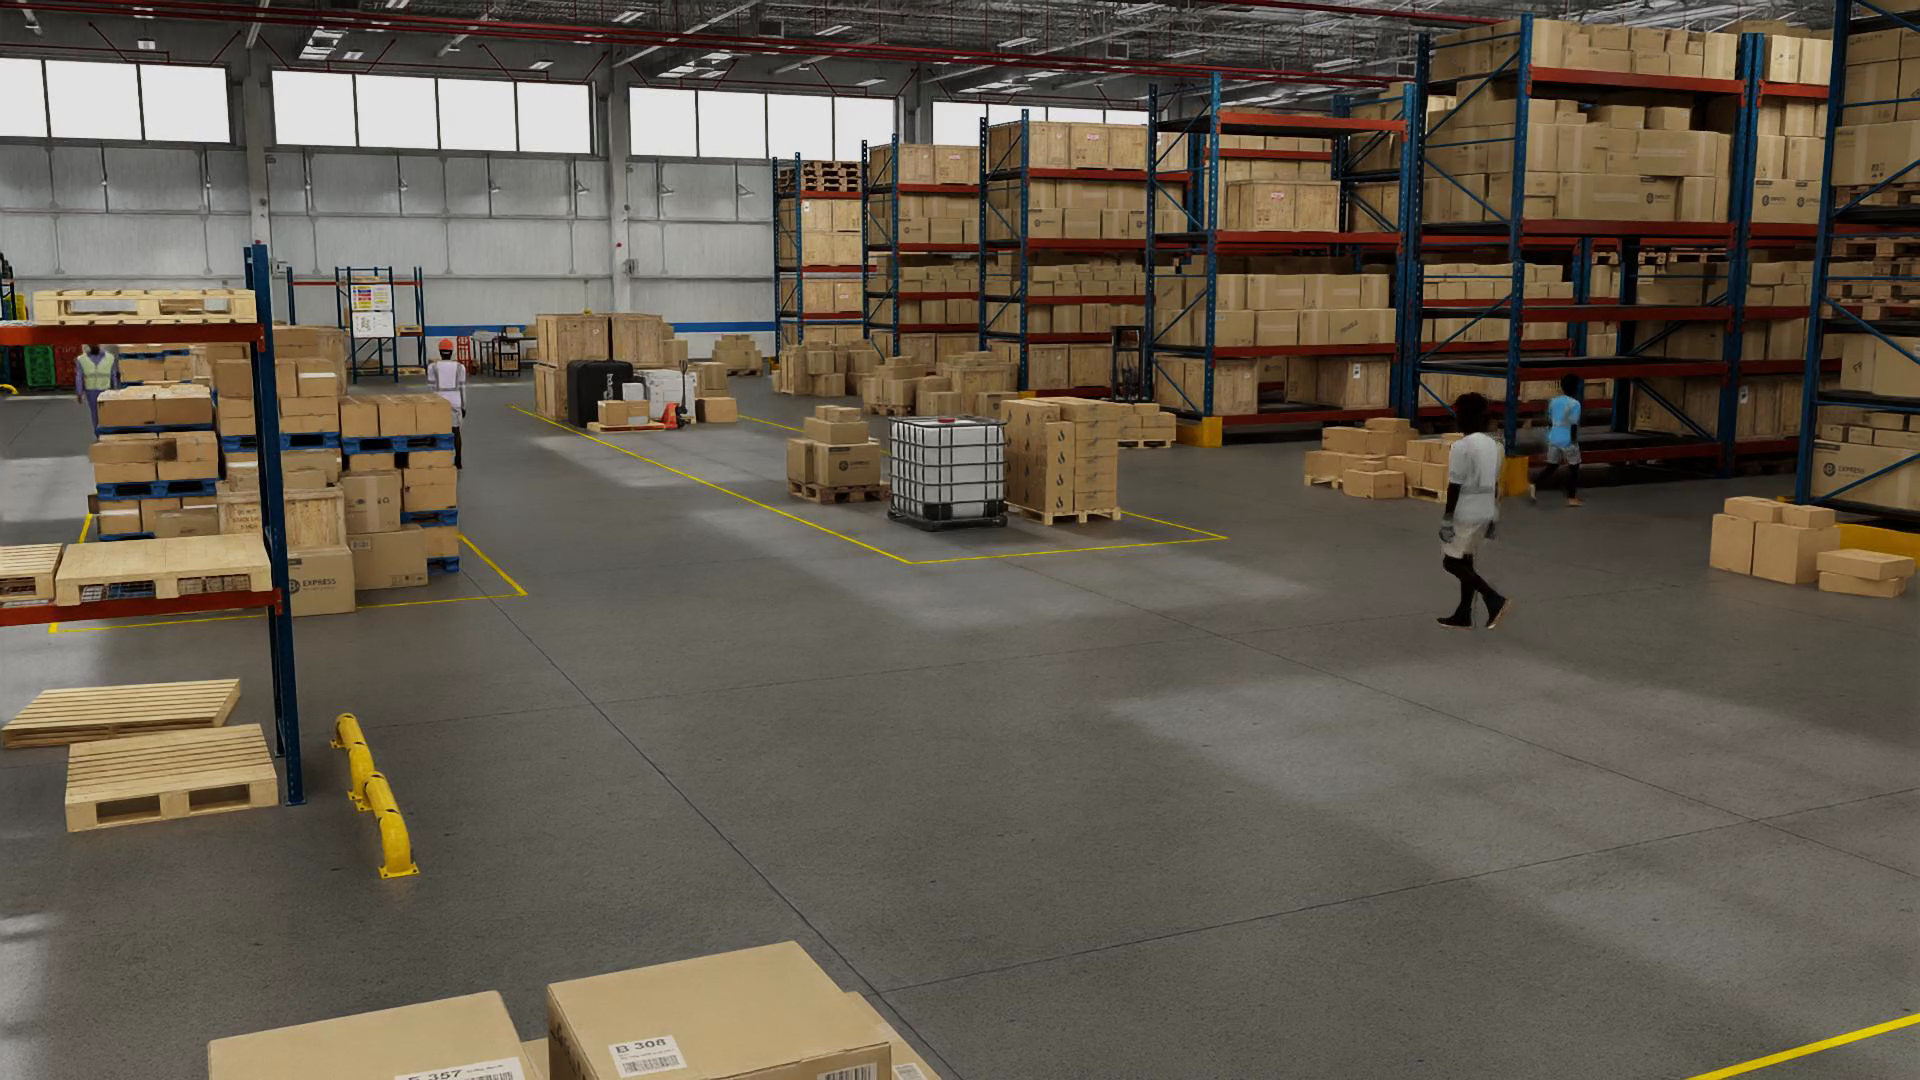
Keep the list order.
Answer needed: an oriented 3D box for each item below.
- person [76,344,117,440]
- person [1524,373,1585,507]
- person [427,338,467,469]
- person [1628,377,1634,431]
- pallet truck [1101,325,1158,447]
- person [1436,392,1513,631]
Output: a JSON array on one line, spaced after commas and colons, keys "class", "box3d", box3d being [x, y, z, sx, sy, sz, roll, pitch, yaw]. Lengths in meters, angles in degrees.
[{"class": "person", "box3d": [-14.271, -2.459, 27.516, 0.602, 1.878, 1.025, -5, 10, -28]}, {"class": "person", "box3d": [7.334, -1.214, 20.384, 0.731, 1.669, 0.532, -3, 10, -20]}, {"class": "person", "box3d": [-7.515, -1.989, 24.392, 0.544, 1.932, 0.375, -4, 10, -23]}, {"class": "person", "box3d": [11.903, -2.768, 29.380, 0.498, 1.923, 0.675, 1, 9, 3]}, {"class": "pallet truck", "box3d": [2.881, -2.596, 27.923, 0.823, 1.965, 1.885, -1, 9, -7]}, {"class": "person", "box3d": [4.122, -0.202, 13.224, 0.621, 1.944, 0.618, -9, 13, -44]}]
